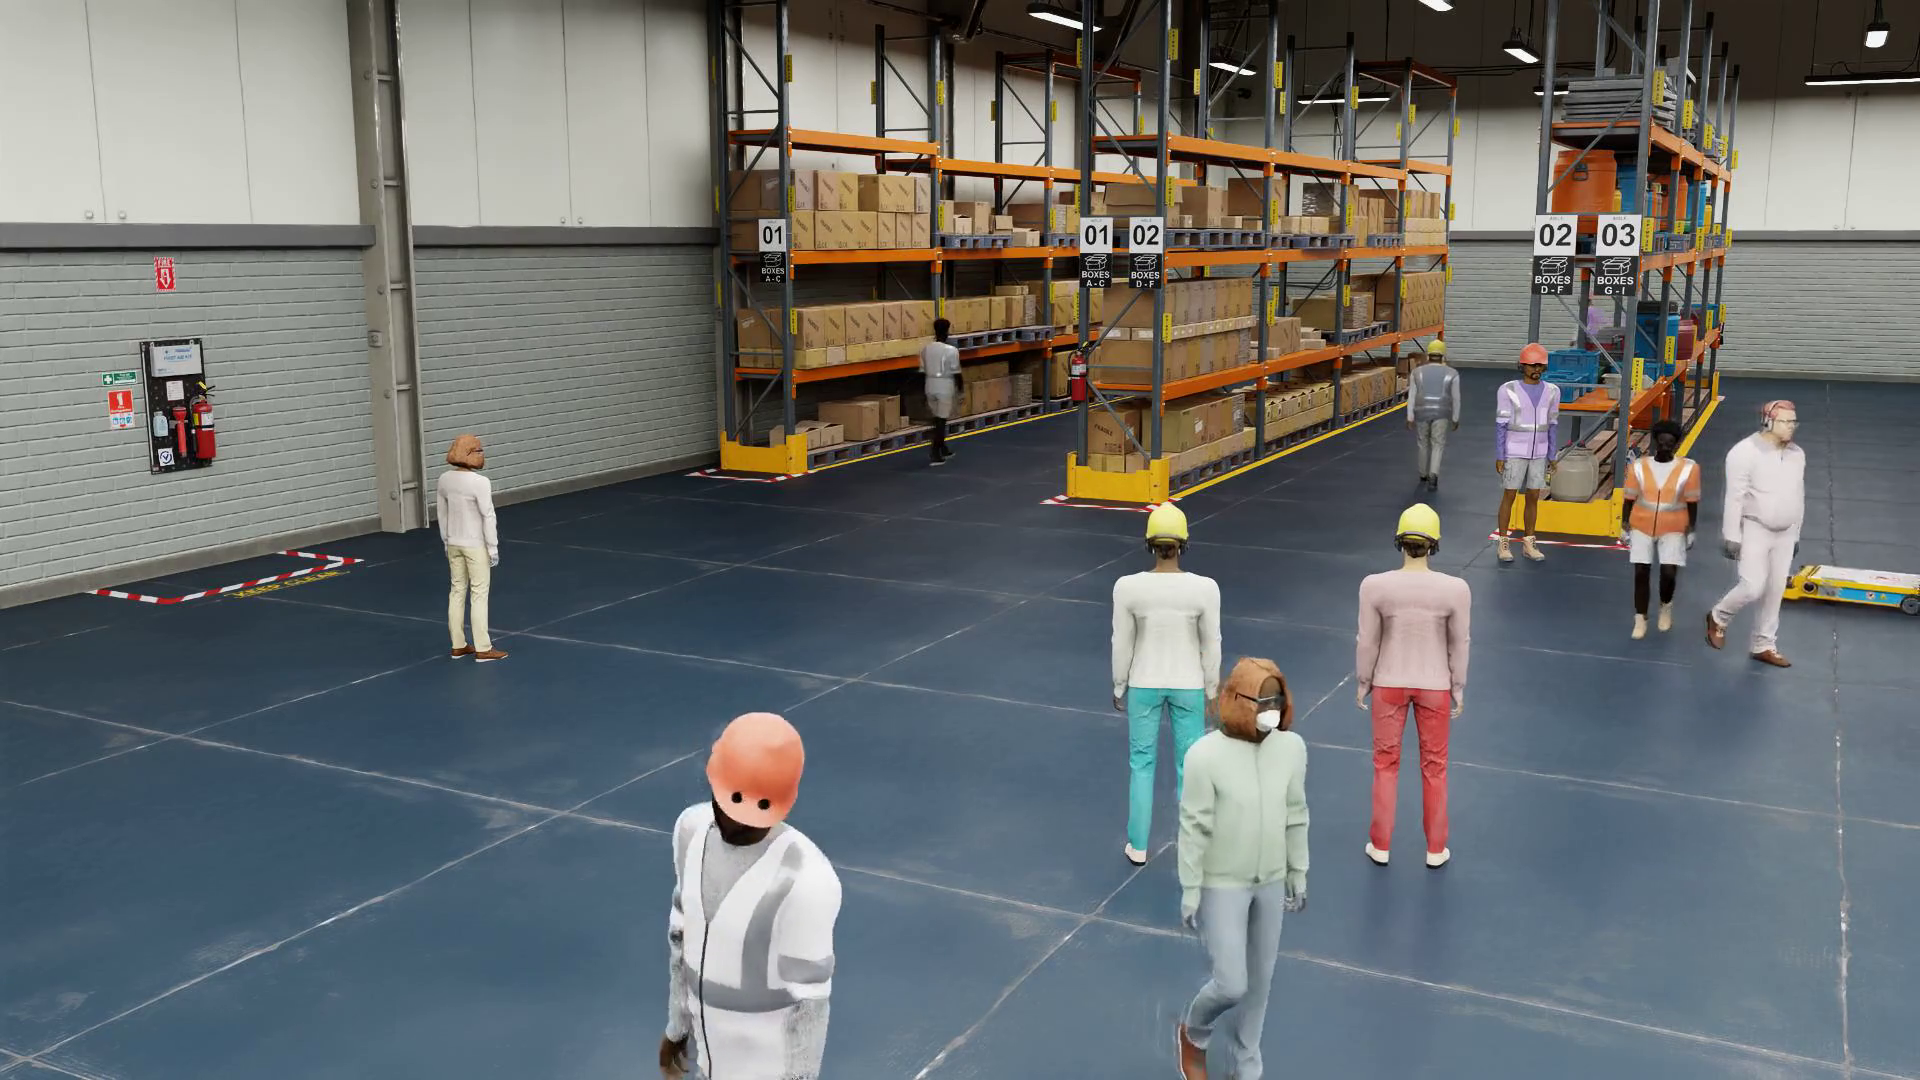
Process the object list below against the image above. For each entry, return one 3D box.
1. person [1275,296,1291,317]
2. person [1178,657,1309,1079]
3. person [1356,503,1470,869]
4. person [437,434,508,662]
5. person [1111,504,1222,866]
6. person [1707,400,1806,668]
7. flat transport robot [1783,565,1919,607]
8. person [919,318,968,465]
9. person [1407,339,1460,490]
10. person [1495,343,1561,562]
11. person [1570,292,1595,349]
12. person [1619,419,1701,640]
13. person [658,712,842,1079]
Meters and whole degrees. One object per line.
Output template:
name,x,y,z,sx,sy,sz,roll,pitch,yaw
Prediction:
person,7.657,-4.983,39.368,0.504,1.632,0.269,-5,11,-24
person,0.984,1.190,5.716,0.517,1.621,0.360,-5,12,-27
person,2.164,0.704,7.997,0.526,1.769,0.330,3,11,14
person,-3.503,0.055,11.899,0.507,1.631,0.268,6,12,29
person,0.988,0.704,7.993,0.523,1.772,0.308,2,11,8
person,5.685,-0.058,11.803,0.667,1.891,0.531,-3,11,-18
flat transport robot,7.542,0.400,13.737,1.431,0.197,0.652,7,13,35
person,-0.175,-1.981,22.191,0.607,1.936,0.852,8,13,38
person,5.689,-1.509,20.003,0.606,1.801,0.882,4,11,21
person,5.290,-0.812,15.507,0.607,2.044,0.372,-1,10,-7
person,12.572,-4.086,33.741,0.816,1.907,0.561,6,12,31
person,5.215,-0.072,12.437,0.551,1.680,0.369,6,12,31
person,-0.524,1.323,4.302,0.459,1.894,0.615,-10,14,-44
